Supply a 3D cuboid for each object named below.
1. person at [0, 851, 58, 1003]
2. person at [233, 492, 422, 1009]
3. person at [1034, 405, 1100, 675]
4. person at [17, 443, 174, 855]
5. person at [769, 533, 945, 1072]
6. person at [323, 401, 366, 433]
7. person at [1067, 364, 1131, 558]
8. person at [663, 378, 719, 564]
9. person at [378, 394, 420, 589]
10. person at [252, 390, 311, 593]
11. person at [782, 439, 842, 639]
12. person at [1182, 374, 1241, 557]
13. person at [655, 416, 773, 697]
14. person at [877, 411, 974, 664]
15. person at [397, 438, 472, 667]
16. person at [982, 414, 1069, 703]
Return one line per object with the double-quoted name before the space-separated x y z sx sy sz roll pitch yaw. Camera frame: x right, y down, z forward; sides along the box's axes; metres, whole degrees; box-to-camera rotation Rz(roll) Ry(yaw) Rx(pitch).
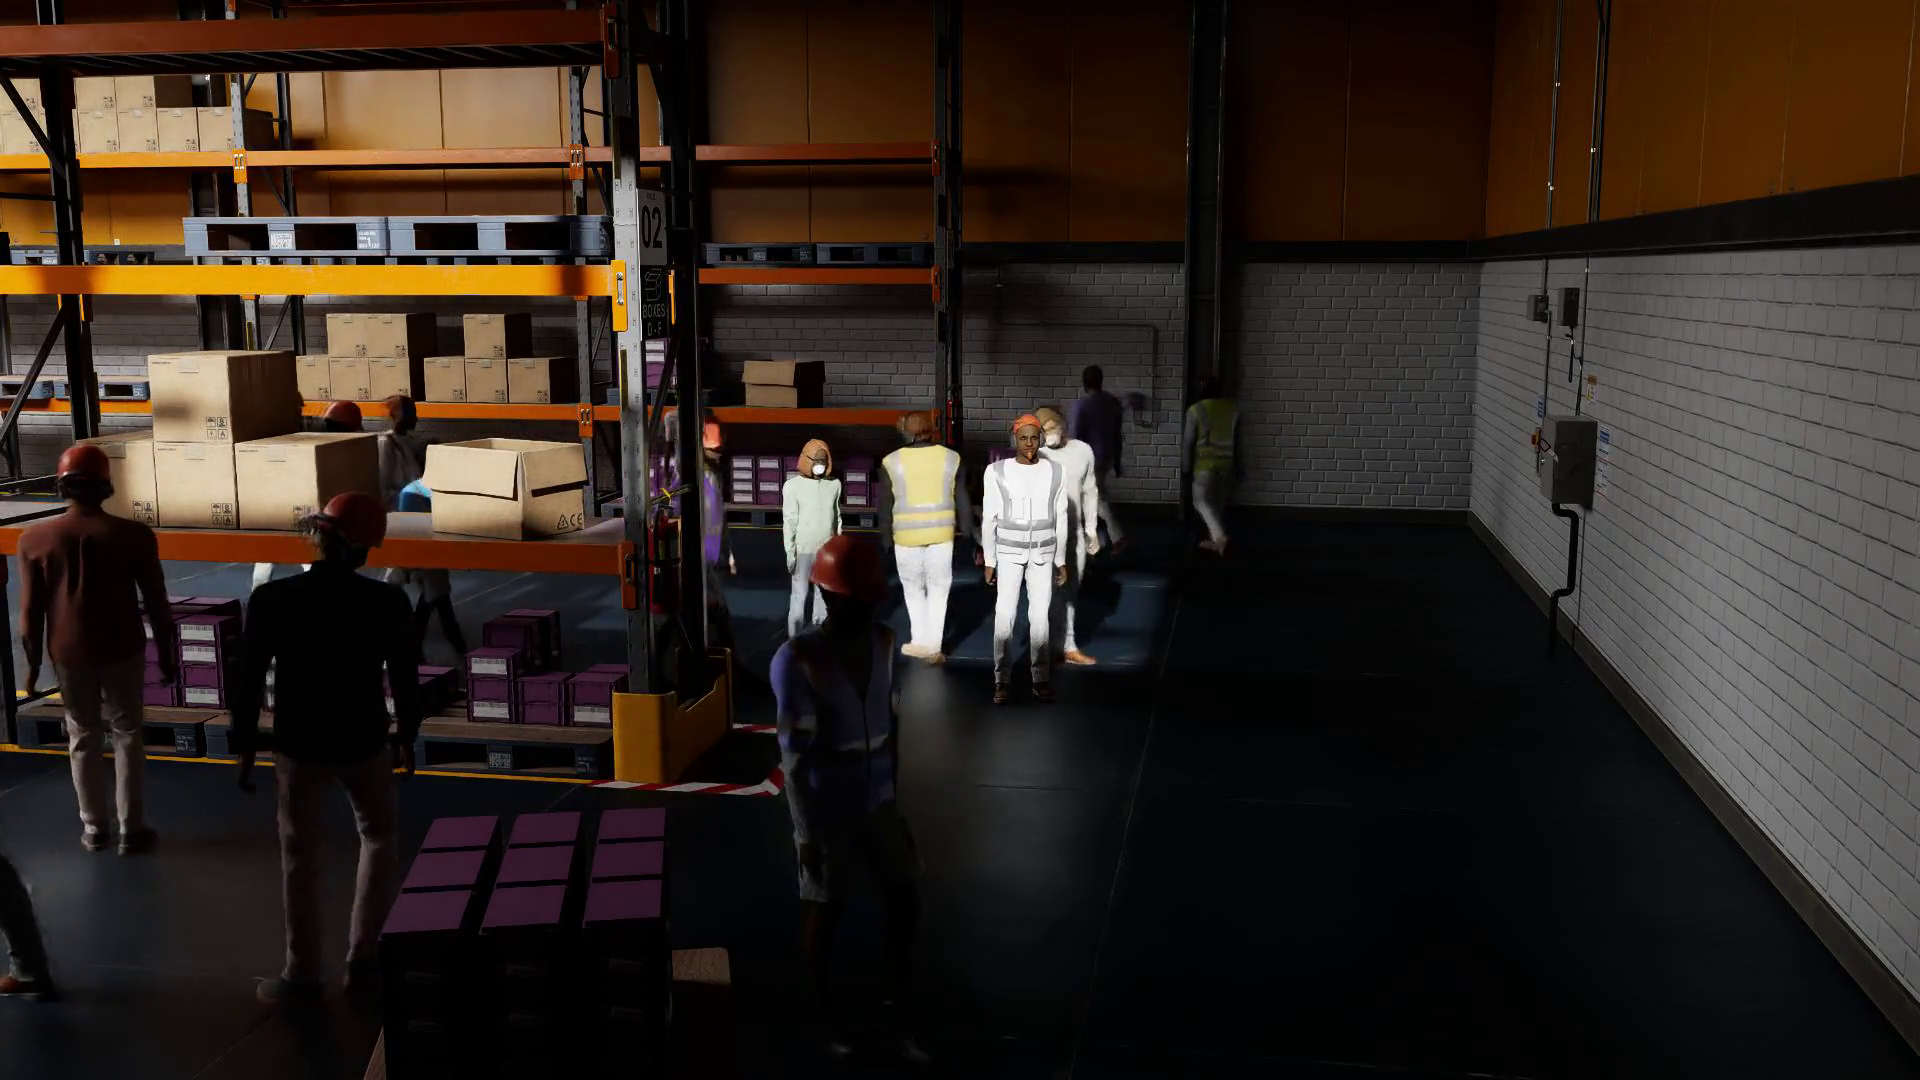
"person" -3.779 0.880 6.122 0.713 1.903 0.650 -2 9 -15
"person" -2.420 0.802 6.407 0.681 1.949 0.456 -4 10 -24
"person" 0.659 -0.008 11.610 0.688 1.895 0.427 -6 11 -31
"person" -4.133 0.527 7.985 0.638 1.993 0.395 -4 10 -22
"person" -0.344 0.927 5.709 0.552 1.913 0.683 -7 12 -38
"person" -4.466 -0.045 11.883 0.959 1.867 0.607 4 10 23
"person" 1.364 -0.785 16.424 0.636 1.903 0.991 -8 12 -39
"person" -2.524 -0.625 15.533 0.565 1.855 0.383 -6 11 -35
"person" -4.370 -0.196 12.899 0.378 1.854 0.626 -1 9 -3
"person" -5.363 -0.315 13.487 0.936 1.885 0.620 -4 10 -21
"person" -1.024 0.098 11.737 0.498 1.633 0.279 -8 12 -39
"person" 2.515 -0.731 16.364 0.710 1.809 0.743 -5 10 -29
"person" -1.698 0.119 10.901 0.971 1.874 0.556 1 9 6
"person" -0.235 -0.015 11.875 0.727 1.817 0.575 -2 9 -9
"person" -3.543 0.131 11.442 0.843 1.648 0.552 3 10 18
"person" 0.427 0.124 10.809 0.576 1.882 0.355 -2 9 -10
